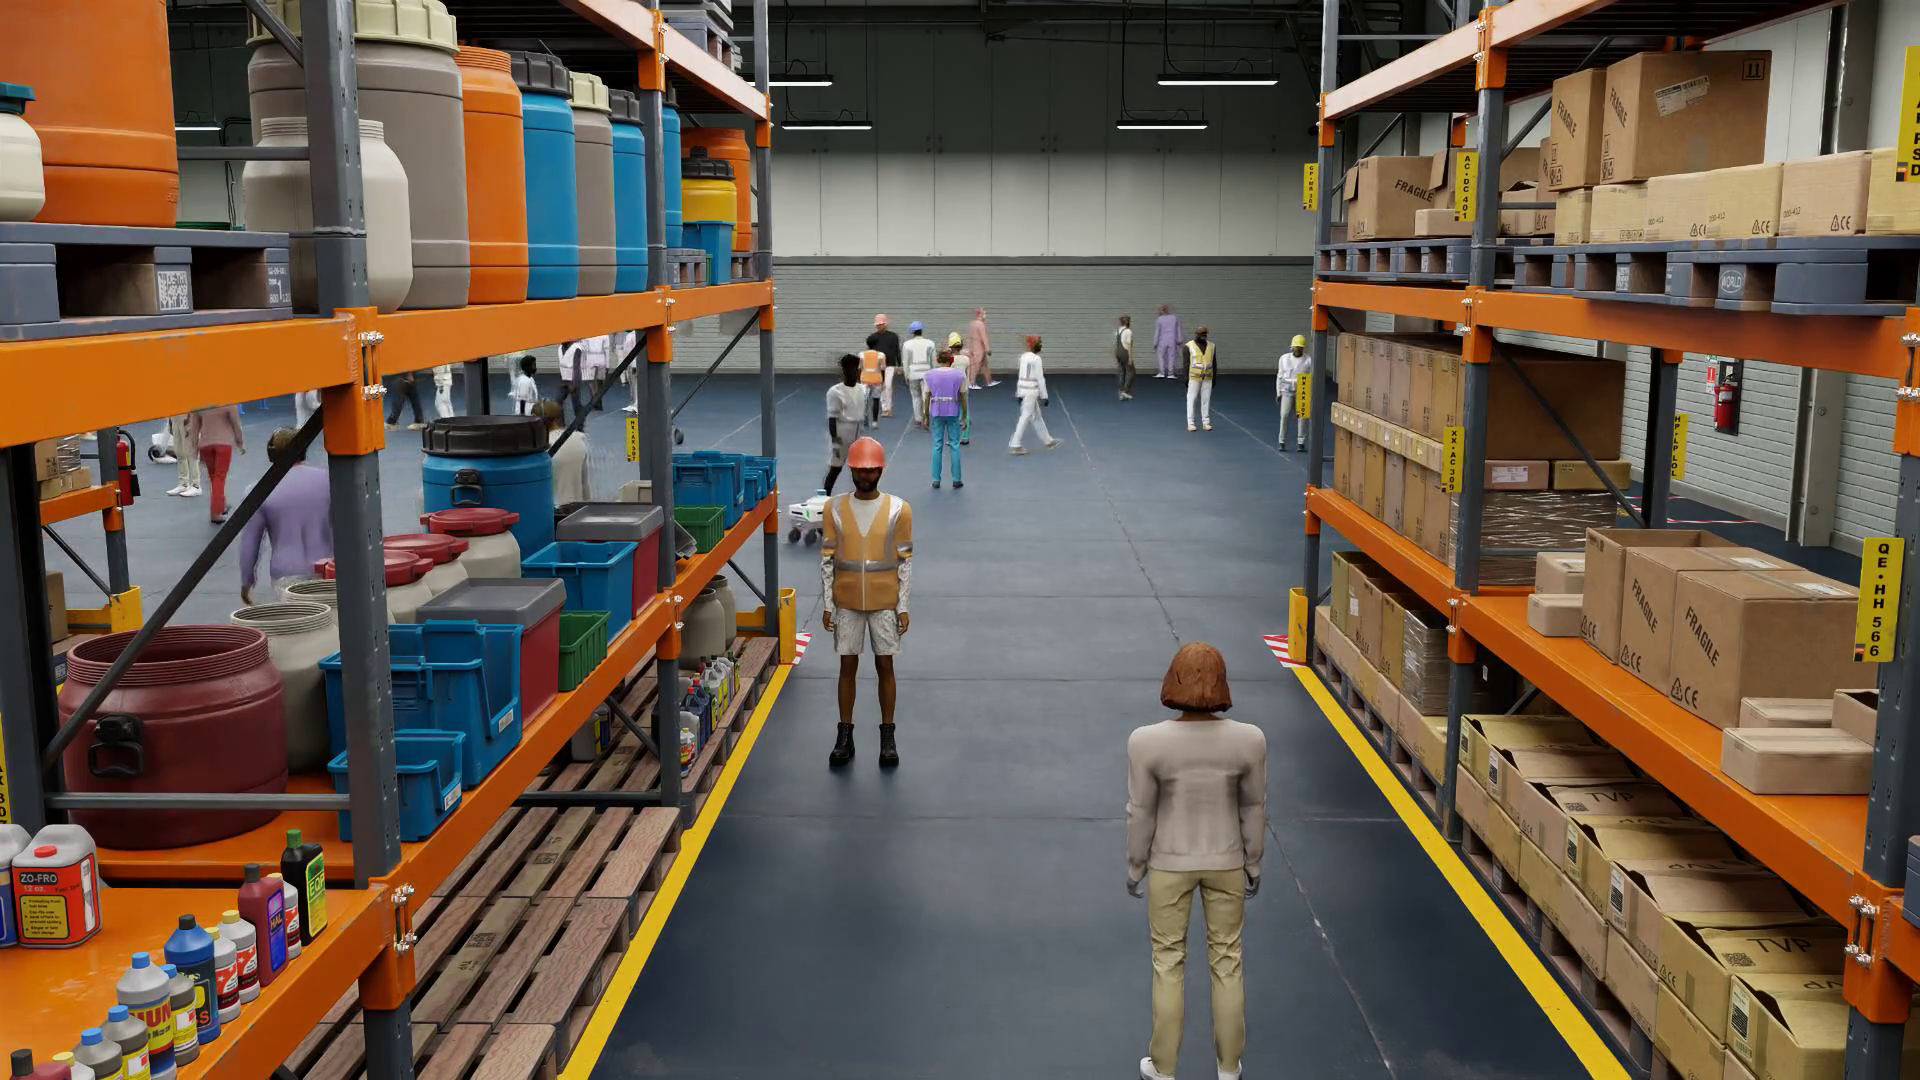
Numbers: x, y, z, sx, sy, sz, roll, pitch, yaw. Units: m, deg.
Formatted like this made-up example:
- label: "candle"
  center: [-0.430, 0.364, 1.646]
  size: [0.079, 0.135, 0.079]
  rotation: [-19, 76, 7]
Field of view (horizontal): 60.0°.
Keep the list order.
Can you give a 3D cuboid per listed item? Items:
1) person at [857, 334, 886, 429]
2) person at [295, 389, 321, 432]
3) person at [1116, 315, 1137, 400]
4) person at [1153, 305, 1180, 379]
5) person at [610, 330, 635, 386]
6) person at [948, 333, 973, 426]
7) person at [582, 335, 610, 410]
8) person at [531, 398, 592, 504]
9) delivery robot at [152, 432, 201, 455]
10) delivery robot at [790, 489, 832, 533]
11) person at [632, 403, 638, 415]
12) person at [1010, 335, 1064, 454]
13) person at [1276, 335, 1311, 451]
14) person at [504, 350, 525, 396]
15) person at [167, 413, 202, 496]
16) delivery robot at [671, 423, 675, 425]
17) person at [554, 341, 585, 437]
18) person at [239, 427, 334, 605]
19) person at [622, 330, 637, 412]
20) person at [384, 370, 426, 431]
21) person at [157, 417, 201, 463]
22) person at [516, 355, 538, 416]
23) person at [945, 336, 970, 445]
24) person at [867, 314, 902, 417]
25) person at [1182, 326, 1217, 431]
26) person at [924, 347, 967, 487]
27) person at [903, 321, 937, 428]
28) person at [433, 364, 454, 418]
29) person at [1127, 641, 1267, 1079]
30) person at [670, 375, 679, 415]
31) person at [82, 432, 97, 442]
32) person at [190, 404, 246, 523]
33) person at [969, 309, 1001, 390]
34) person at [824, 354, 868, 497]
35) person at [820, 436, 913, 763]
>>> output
- label: "person"
  center: [-1.576, -2.802, 29.517]
  size: [0.538, 1.686, 0.596]
  rotation: [0, 9, 1]
- label: "person"
  center: [-11.009, -2.709, 28.240]
  size: [0.782, 1.922, 0.607]
  rotation: [-8, 13, -41]
- label: "person"
  center: [3.567, -3.908, 35.656]
  size: [0.433, 1.835, 0.551]
  rotation: [-5, 11, -28]
- label: "person"
  center: [5.234, -5.024, 42.262]
  size: [0.731, 1.875, 0.413]
  rotation: [-3, 10, -15]
- label: "person"
  center: [-8.063, -4.656, 39.891]
  size: [0.665, 1.917, 0.631]
  rotation: [-1, 10, -5]
- label: "person"
  center: [-0.015, -2.885, 29.953]
  size: [0.531, 1.705, 0.896]
  rotation: [7, 12, 35]
- label: "person"
  center: [-7.273, -3.544, 33.241]
  size: [0.560, 1.923, 0.693]
  rotation: [-2, 10, -13]
- label: "person"
  center: [-3.077, -0.174, 13.131]
  size: [0.883, 1.901, 0.637]
  rotation: [3, 10, 19]
- label: "delivery robot"
  center: [-11.638, -1.479, 24.793]
  size: [0.707, 0.478, 0.477]
  rotation: [1, 10, 6]
- label: "delivery robot"
  center: [-1.465, -0.295, 17.698]
  size: [0.477, 0.478, 0.707]
  rotation: [9, 13, 44]
- label: "person"
  center: [-5.906, -3.279, 31.794]
  size: [0.788, 1.886, 0.665]
  rotation: [-5, 11, -27]
- label: "person"
  center: [1.182, -2.260, 25.809]
  size: [0.988, 1.826, 0.602]
  rotation: [-4, 10, -20]
- label: "person"
  center: [5.274, -2.312, 26.150]
  size: [0.607, 1.824, 0.404]
  rotation: [4, 10, 21]
- label: "person"
  center: [-9.928, -4.042, 37.072]
  size: [0.504, 1.631, 0.279]
  rotation: [-8, 13, -41]
- label: "person"
  center: [-9.918, -1.492, 21.137]
  size: [0.500, 1.862, 0.331]
  rotation: [6, 11, 34]
- label: "delivery robot"
  center: [-4.894, -2.024, 27.272]
  size: [0.335, 0.223, 0.698]
  rotation: [-5, 11, -30]
- label: "person"
  center: [-6.637, -2.649, 27.969]
  size: [0.594, 1.895, 0.732]
  rotation: [8, 12, 38]
- label: "person"
  center: [-4.263, 0.227, 10.719]
  size: [0.719, 1.893, 0.835]
  rotation: [-8, 12, -40]
- label: "person"
  center: [-6.520, -3.511, 33.012]
  size: [0.370, 1.928, 0.585]
  rotation: [-5, 10, -25]
- label: "person"
  center: [-9.910, -2.933, 29.341]
  size: [0.914, 2.000, 0.701]
  rotation: [-3, 10, -15]
- label: "person"
  center: [-11.438, -2.036, 24.554]
  size: [0.977, 1.796, 0.593]
  rotation: [-2, 10, -10]
- label: "person"
  center: [-6.093, -1.779, 23.476]
  size: [0.889, 1.646, 0.545]
  rotation: [-2, 10, -11]
- label: "person"
  center: [-0.061, -2.415, 26.959]
  size: [0.331, 1.759, 0.533]
  rotation: [9, 13, 43]
- label: "person"
  center: [-1.478, -3.317, 31.766]
  size: [0.648, 1.956, 0.827]
  rotation: [2, 10, 12]
- label: "person"
  center: [4.233, -2.852, 29.359]
  size: [0.629, 1.837, 0.429]
  rotation: [-2, 10, -15]
- label: "person"
  center: [-0.188, -1.612, 21.889]
  size: [0.570, 1.841, 0.373]
  rotation: [0, 9, 3]
- label: "person"
  center: [-0.705, -2.941, 29.614]
  size: [0.614, 1.923, 0.657]
  rotation: [-1, 10, -8]
- label: "person"
  center: [-9.055, -2.699, 29.091]
  size: [0.370, 1.613, 0.522]
  rotation: [-2, 10, -13]
- label: "person"
  center: [0.832, 1.163, 5.897]
  size: [0.497, 1.633, 0.285]
  rotation: [0, 9, -3]
- label: "person"
  center: [-5.610, -3.024, 31.088]
  size: [0.828, 1.596, 0.512]
  rotation: [-7, 12, -36]
- label: "person"
  center: [-14.758, -2.449, 27.455]
  size: [0.826, 1.667, 0.531]
  rotation: [-4, 10, -21]
- label: "person"
  center: [-8.489, -1.082, 19.066]
  size: [0.526, 1.721, 0.904]
  rotation: [0, 9, -1]
- label: "person"
  center: [0.584, -4.461, 38.881]
  size: [0.908, 1.872, 0.656]
  rotation: [-2, 10, -14]
- label: "person"
  center: [-1.268, -1.191, 19.212]
  size: [0.609, 1.904, 1.050]
  rotation: [-8, 12, -38]
- label: "person"
  center: [-0.552, 0.356, 9.810]
  size: [0.545, 1.942, 0.350]
  rotation: [0, 9, 3]
